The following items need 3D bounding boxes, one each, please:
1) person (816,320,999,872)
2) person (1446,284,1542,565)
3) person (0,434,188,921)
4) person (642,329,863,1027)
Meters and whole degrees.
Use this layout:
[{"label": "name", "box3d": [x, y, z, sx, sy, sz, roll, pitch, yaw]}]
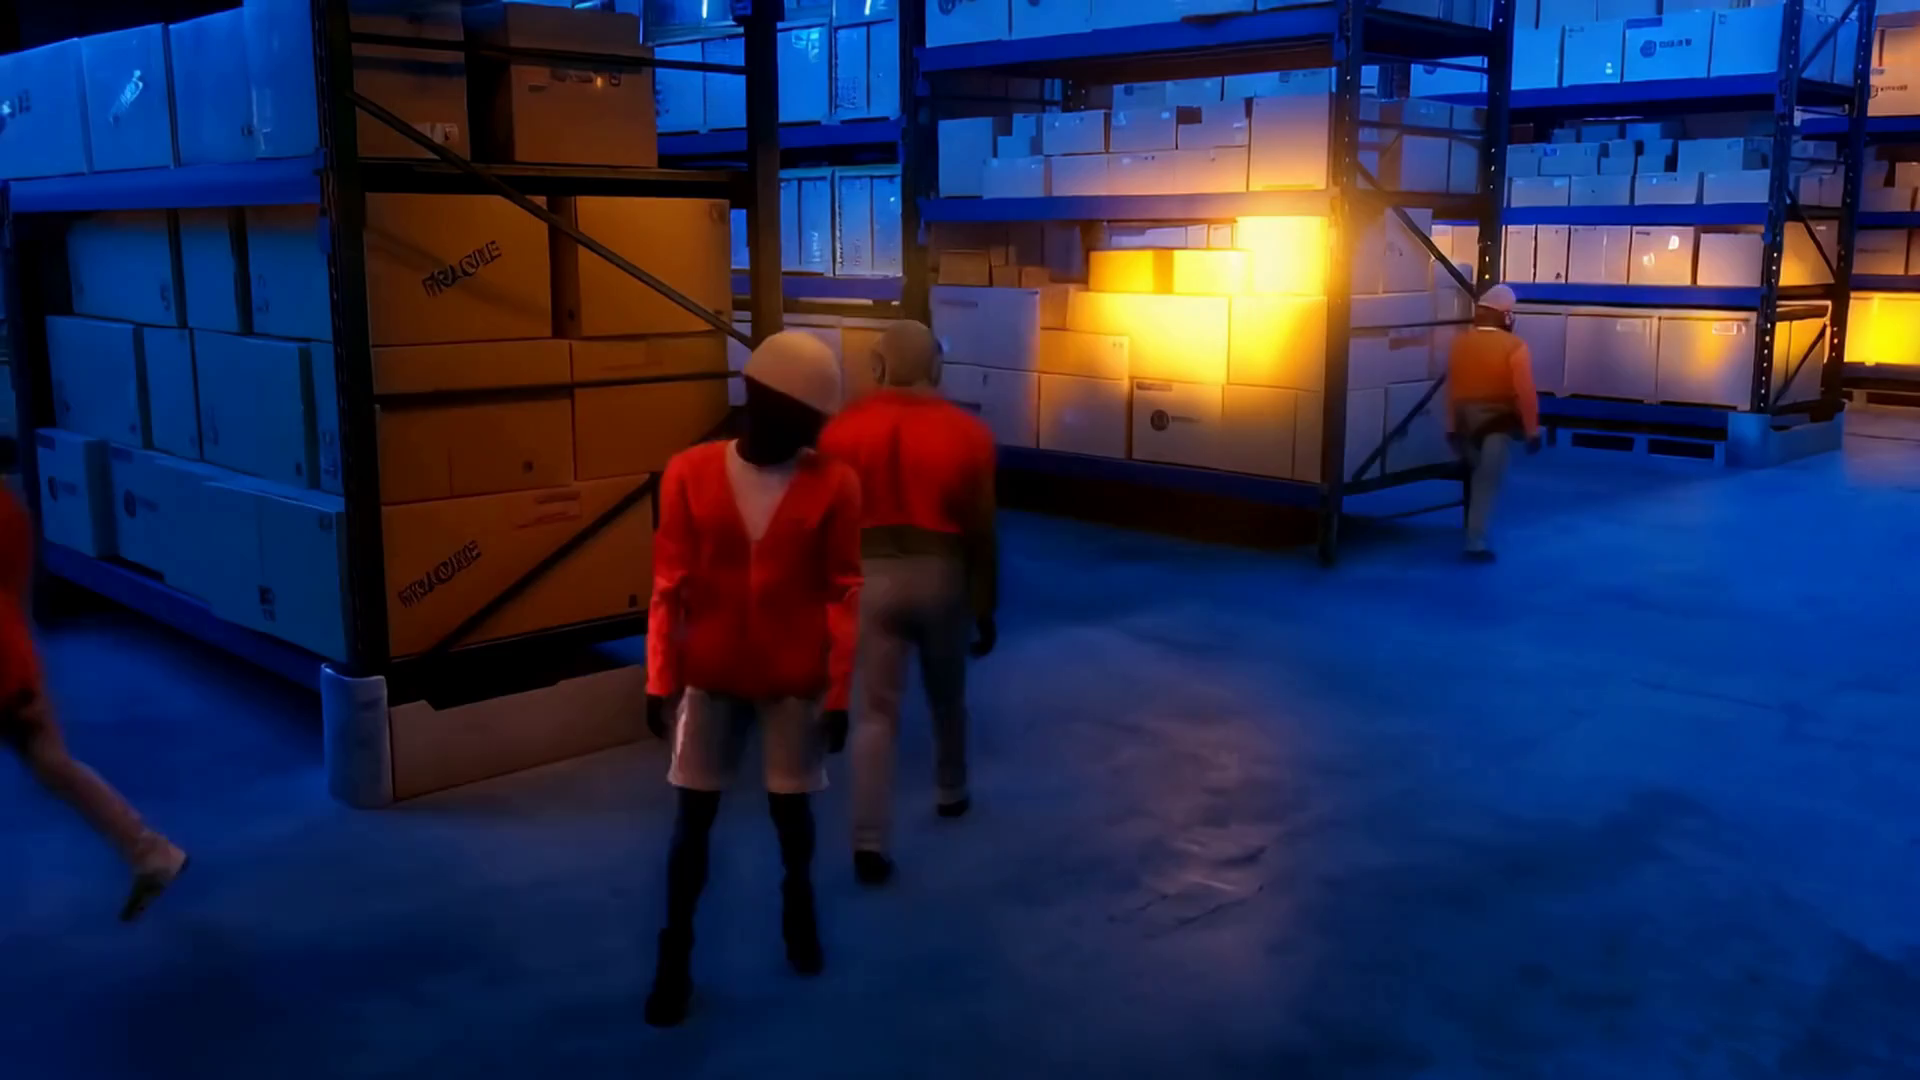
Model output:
[{"label": "person", "box3d": [-0.188, 0.176, 5.732, 0.652, 1.855, 1.004, 1, 10, 8]}, {"label": "person", "box3d": [3.500, -0.746, 10.820, 0.603, 1.808, 0.610, -6, 12, -30]}, {"label": "person", "box3d": [-2.844, 0.380, 4.970, 0.843, 1.714, 0.487, -2, 11, -12]}, {"label": "person", "box3d": [-0.573, 0.364, 4.597, 0.622, 1.892, 0.482, 0, 10, -1]}]
